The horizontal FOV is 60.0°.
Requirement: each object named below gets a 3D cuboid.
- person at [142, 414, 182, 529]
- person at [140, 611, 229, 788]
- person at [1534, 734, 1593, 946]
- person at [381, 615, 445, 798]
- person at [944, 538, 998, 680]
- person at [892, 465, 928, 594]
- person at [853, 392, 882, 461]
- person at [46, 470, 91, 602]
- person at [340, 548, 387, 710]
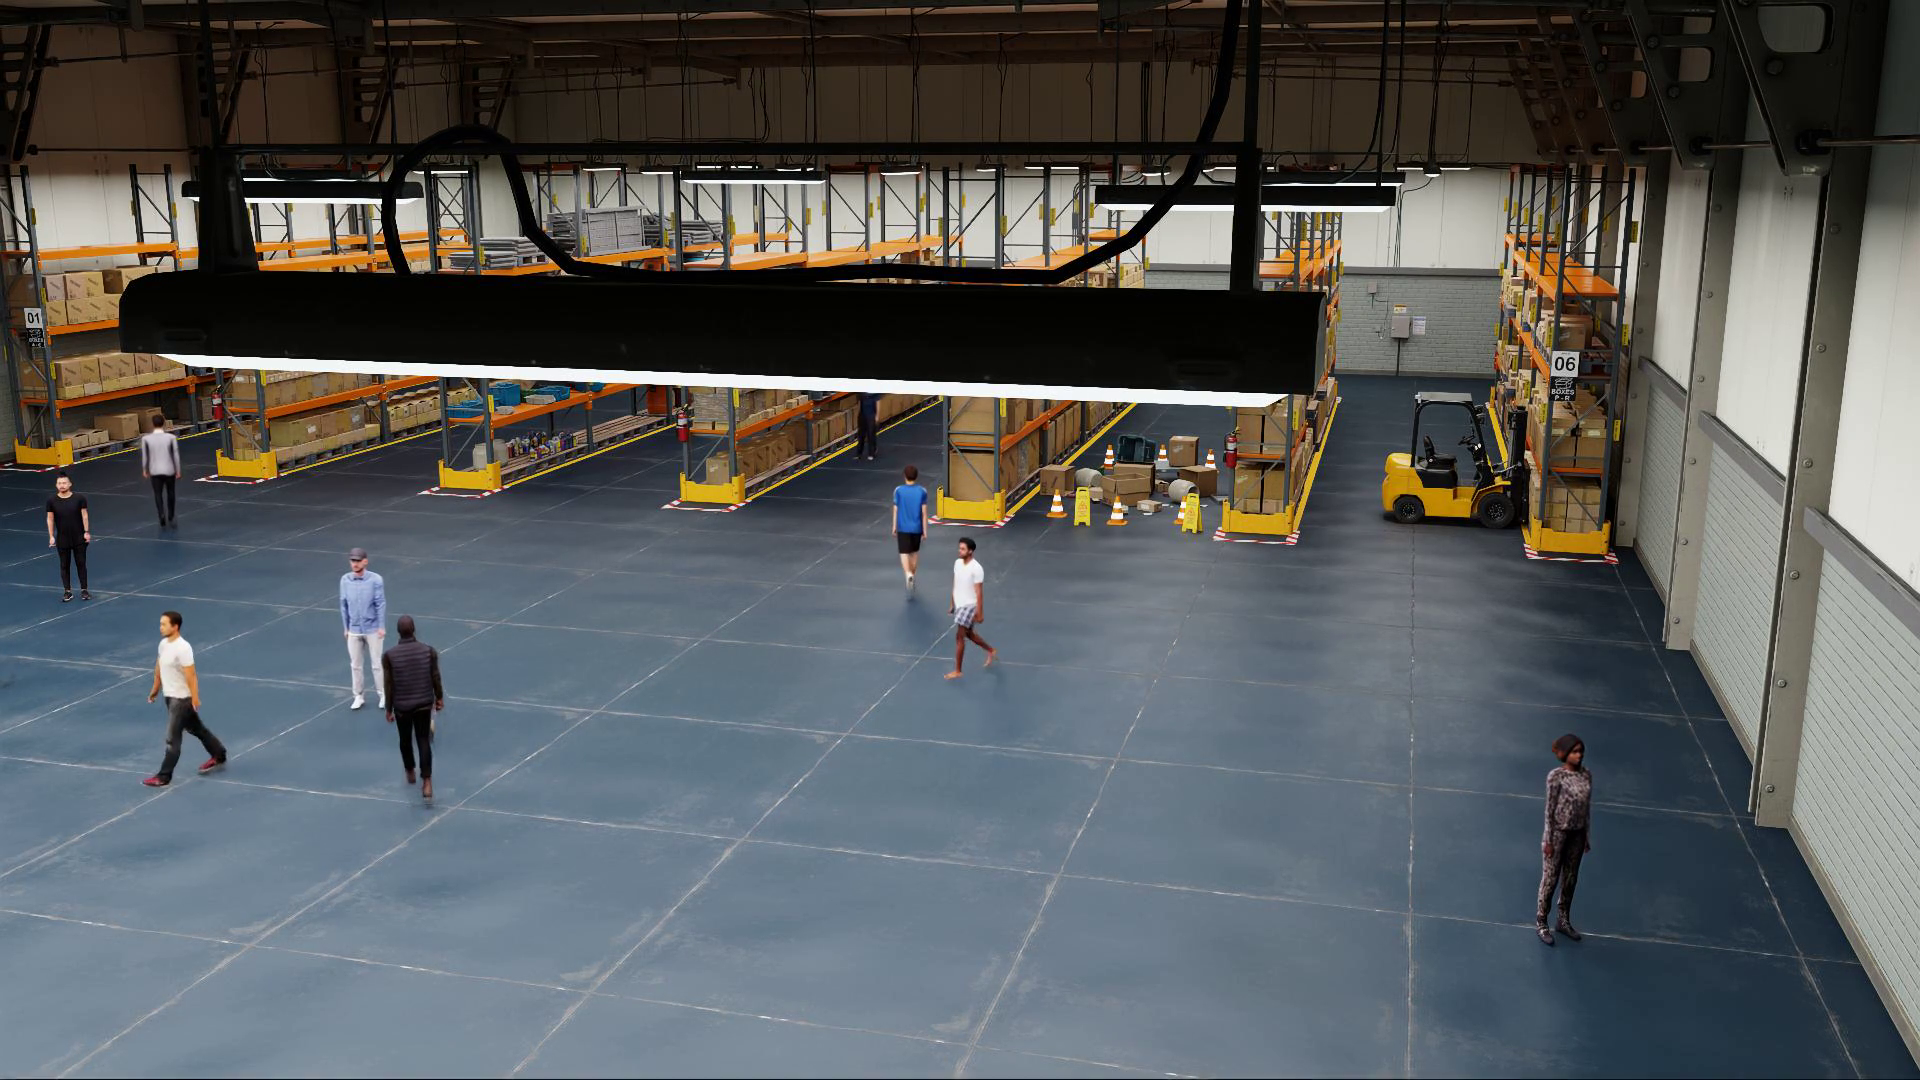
[{"bbox_3d":[-13.568,-1.168,28.245,1.193,1.913,1.312,-6,14,-23],"label":"person"},{"bbox_3d":[-7.770,1.567,16.768,1.022,1.761,1.253,12,18,42],"label":"person"},{"bbox_3d":[4.849,2.387,13.345,0.683,1.710,0.723,-4,14,-16],"label":"person"},{"bbox_3d":[-5.330,1.670,16.260,1.179,1.791,1.306,-5,14,-22],"label":"person"},{"bbox_3d":[0.155,0.801,20.207,1.162,1.703,1.066,-8,15,-32],"label":"person"},{"bbox_3d":[-0.726,-0.148,23.984,0.954,1.847,1.225,-2,13,-7],"label":"person"},{"bbox_3d":[-1.871,-2.574,34.444,0.705,1.855,0.875,5,14,20],"label":"person"},{"bbox_3d":[-12.649,-0.075,23.630,0.774,1.865,0.802,-5,14,-22],"label":"person"},{"bbox_3d":[-6.788,0.996,18.962,0.721,1.884,0.699,-1,13,-5],"label":"person"}]
